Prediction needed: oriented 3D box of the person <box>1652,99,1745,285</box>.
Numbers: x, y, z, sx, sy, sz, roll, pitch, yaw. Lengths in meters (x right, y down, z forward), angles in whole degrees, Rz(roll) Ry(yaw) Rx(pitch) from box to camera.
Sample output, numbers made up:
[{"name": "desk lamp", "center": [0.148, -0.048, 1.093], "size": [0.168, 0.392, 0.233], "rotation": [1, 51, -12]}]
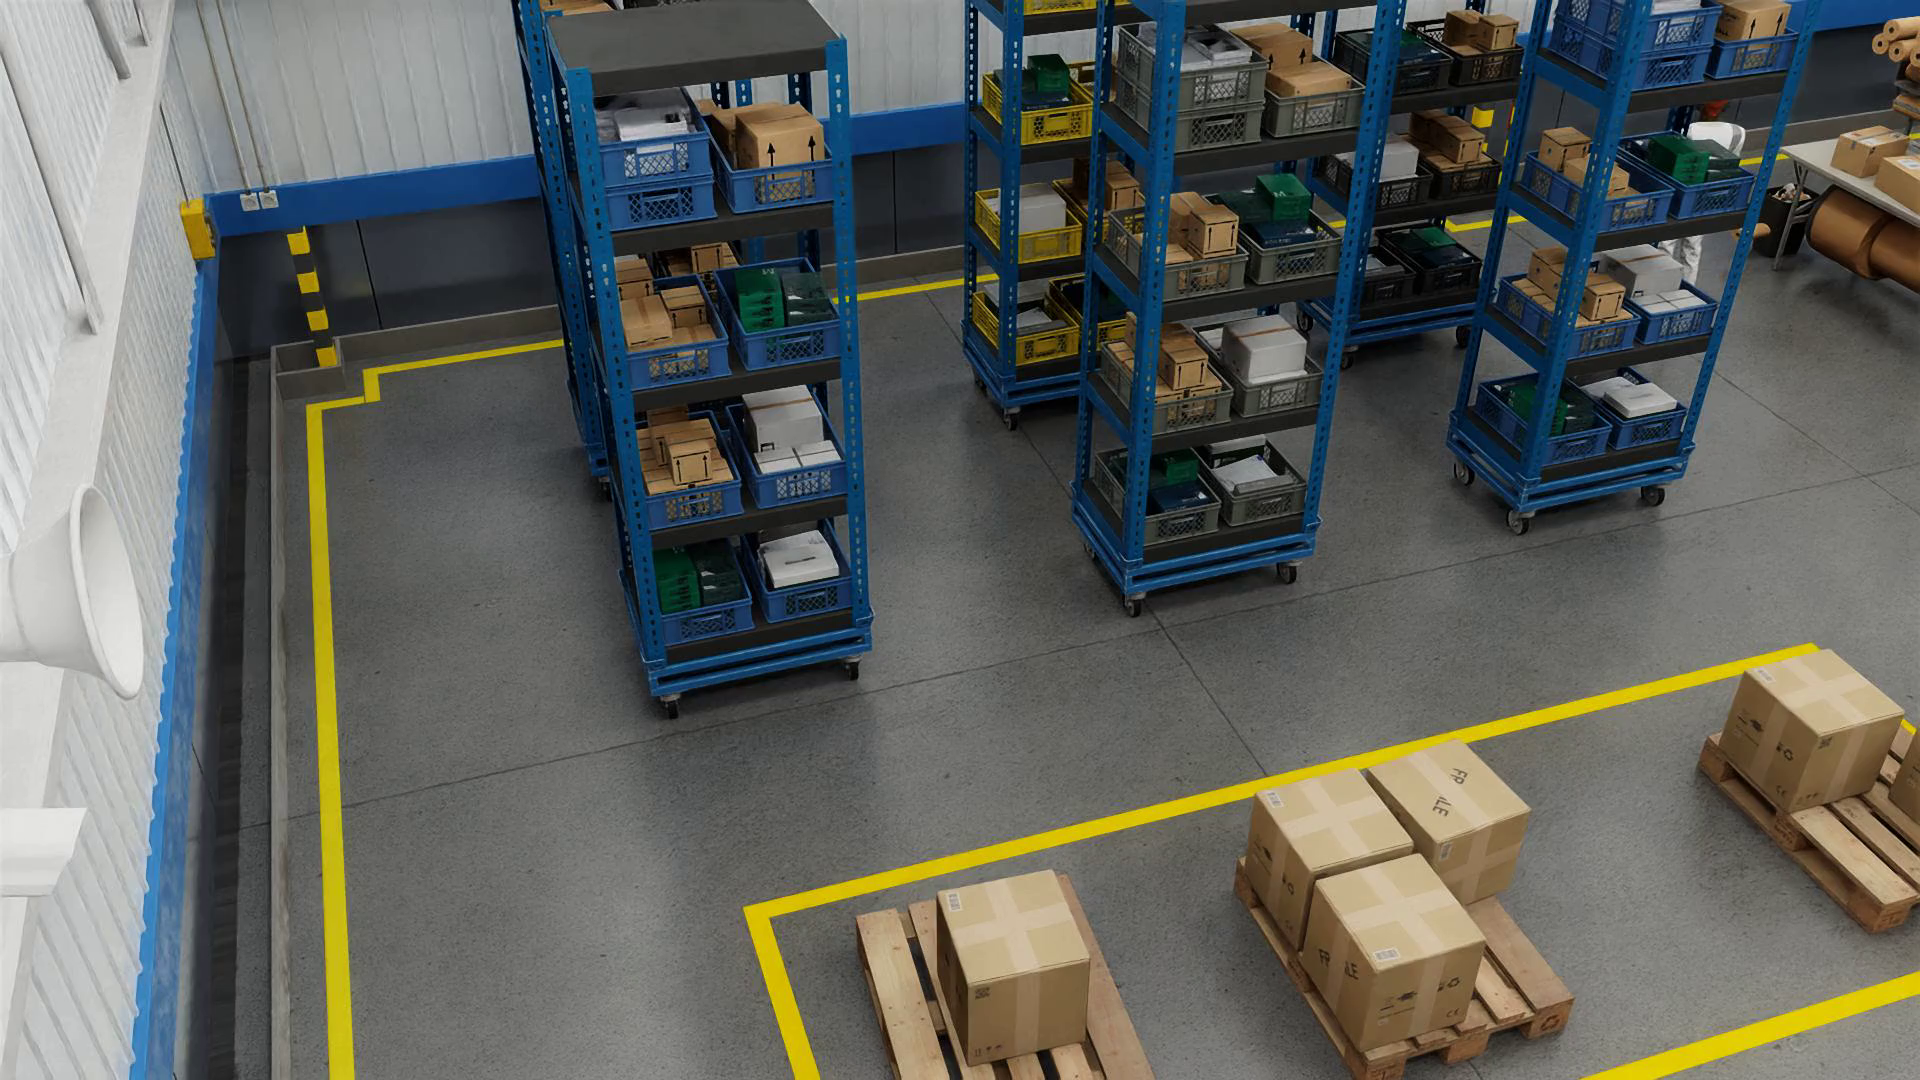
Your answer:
[{"name": "person", "center": [5.270, -2.420, 12.086], "size": [0.582, 1.882, 0.348], "rotation": [-3, 35, -5]}]
